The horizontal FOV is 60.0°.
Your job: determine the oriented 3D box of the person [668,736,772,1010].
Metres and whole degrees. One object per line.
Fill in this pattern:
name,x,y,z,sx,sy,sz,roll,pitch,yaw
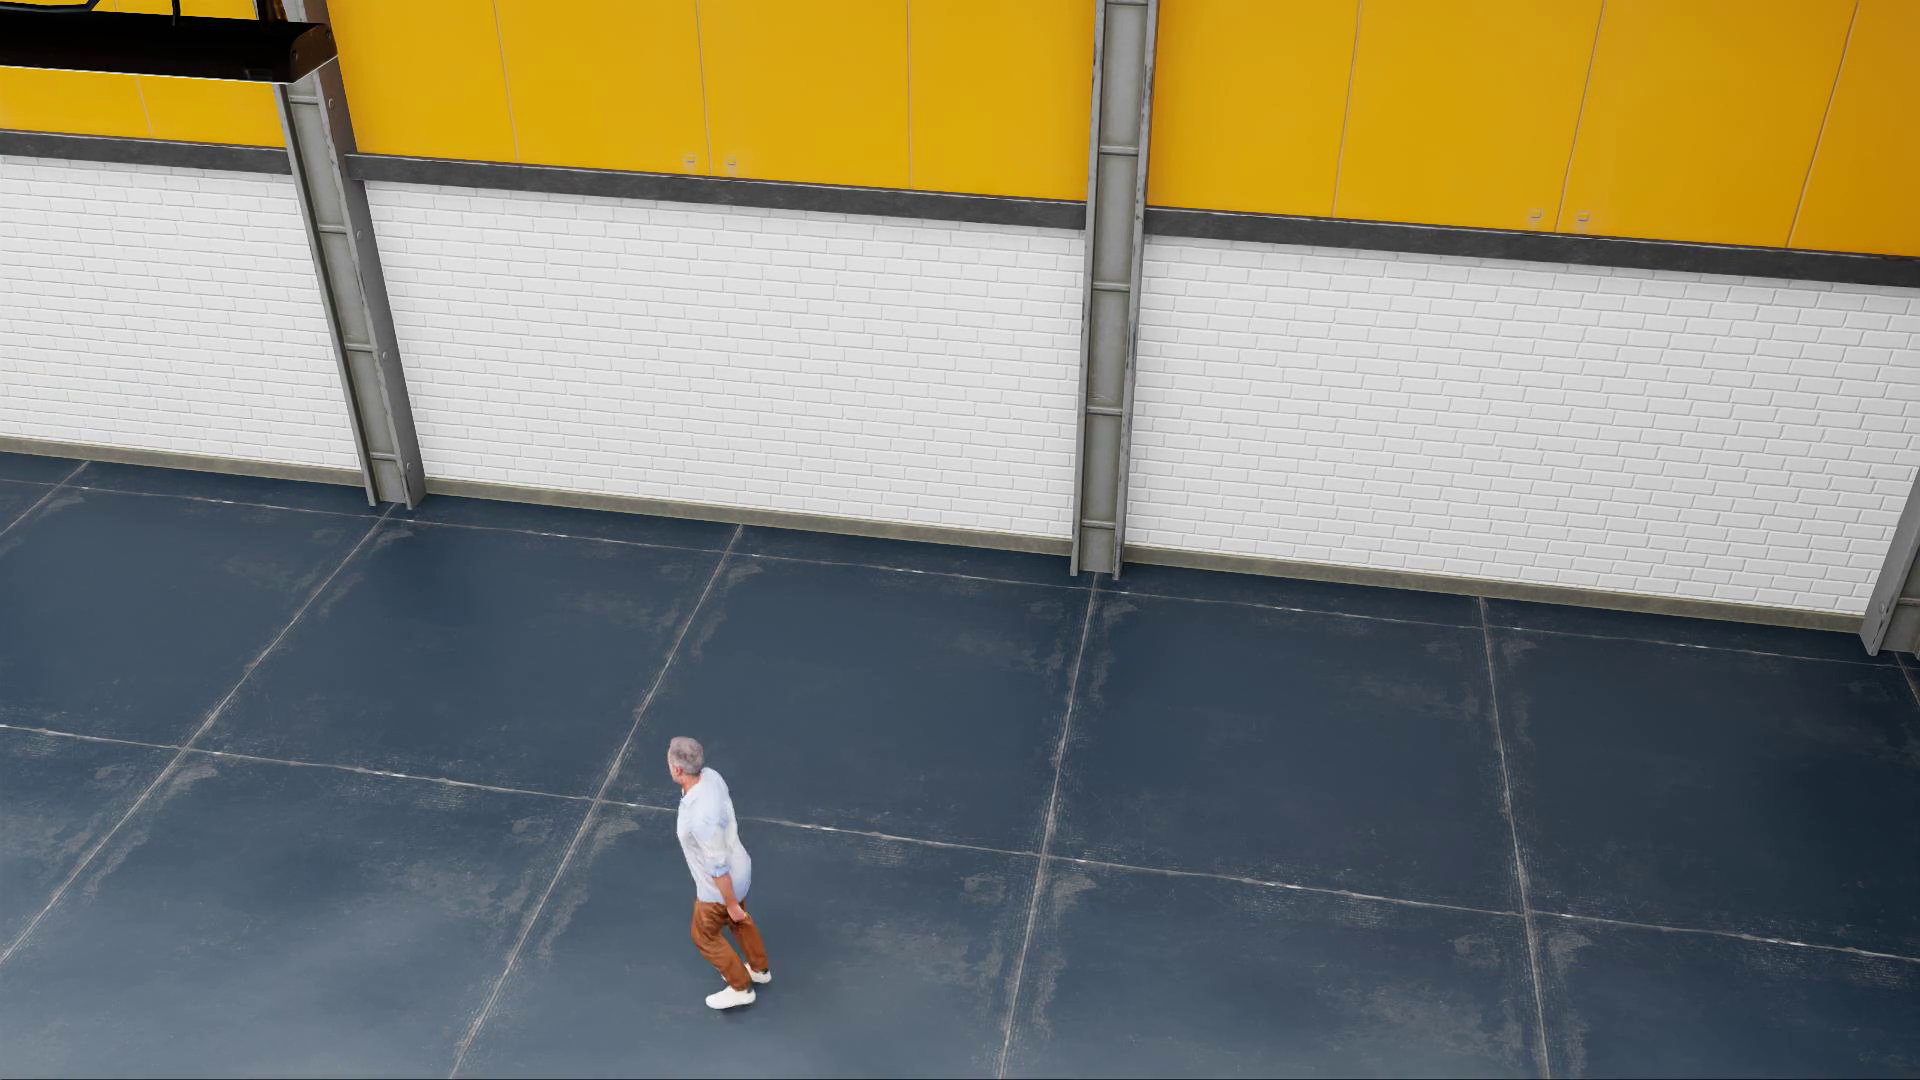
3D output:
person,-1.279,1.877,9.263,0.759,1.786,0.768,-7,34,-11
